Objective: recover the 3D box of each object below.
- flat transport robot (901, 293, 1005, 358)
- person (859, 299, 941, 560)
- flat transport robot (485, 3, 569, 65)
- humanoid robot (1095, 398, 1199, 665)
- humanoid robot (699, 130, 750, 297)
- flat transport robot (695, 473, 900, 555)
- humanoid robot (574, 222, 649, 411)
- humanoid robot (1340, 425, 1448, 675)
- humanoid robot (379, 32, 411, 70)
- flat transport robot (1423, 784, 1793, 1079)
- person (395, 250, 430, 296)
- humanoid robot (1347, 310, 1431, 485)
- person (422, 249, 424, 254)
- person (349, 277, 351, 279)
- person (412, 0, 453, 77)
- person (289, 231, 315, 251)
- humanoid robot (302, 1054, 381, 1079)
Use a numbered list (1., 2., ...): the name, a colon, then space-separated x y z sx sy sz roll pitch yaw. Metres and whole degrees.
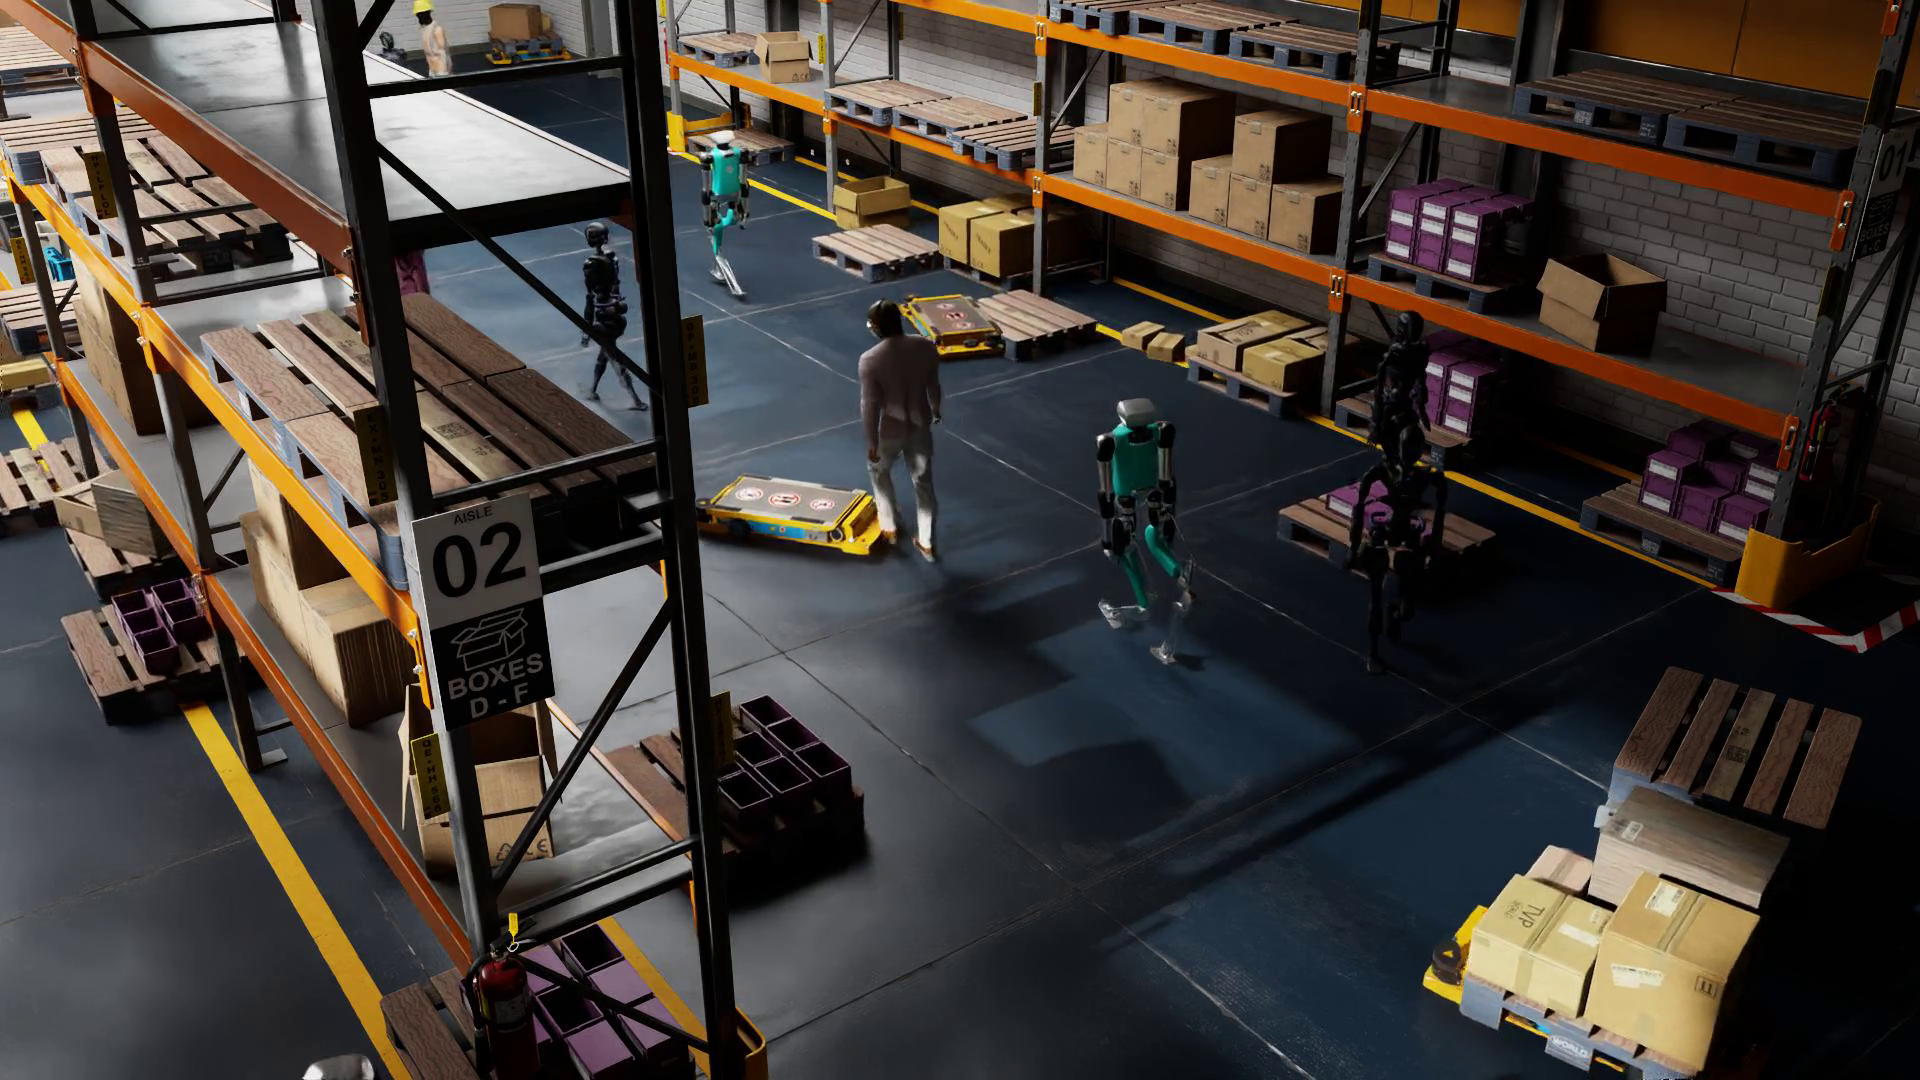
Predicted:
1. flat transport robot: -0.079 -2.101 16.167 0.659 0.231 1.431 -8 28 -15
2. person: -0.413 -0.812 11.778 0.739 1.902 0.732 -13 30 -24
3. flat transport robot: -7.418 -8.406 28.707 1.431 0.231 0.659 -13 29 -24
4. humanoid robot: 1.188 0.023 10.335 0.551 1.739 1.051 -11 29 -21
5. humanoid robot: -2.504 -3.383 17.127 0.536 1.751 1.054 -17 32 -31
6. flat transport robot: -1.225 -0.198 12.381 1.431 0.231 0.659 8 28 16
7. humanoid robot: -3.068 -1.906 14.255 0.743 1.631 0.614 8 28 15
8. humanoid robot: 2.702 0.010 10.401 0.609 1.637 0.510 3 27 6
9. humanoid robot: -7.625 -6.073 22.562 0.624 1.643 0.656 -21 33 -35
10. flat transport robot: 2.967 2.140 7.730 1.431 0.231 0.659 19 33 34
11. person: -4.771 -2.129 14.384 0.534 1.934 0.432 18 32 31
12. humanoid robot: 3.215 -0.942 12.365 0.609 1.650 0.768 -18 32 -32
13. person: -5.452 -2.834 15.891 0.648 1.821 0.437 -10 28 -18
14. person: -5.122 -2.029 14.453 0.918 1.682 0.566 7 28 14
15. person: -7.359 -6.656 23.405 0.493 1.905 0.616 -21 33 -35
16. person: -6.256 -2.577 15.649 0.513 1.565 0.920 -4 27 -8
17. humanoid robot: -2.140 2.523 5.456 0.751 1.904 0.539 -6 27 -13
